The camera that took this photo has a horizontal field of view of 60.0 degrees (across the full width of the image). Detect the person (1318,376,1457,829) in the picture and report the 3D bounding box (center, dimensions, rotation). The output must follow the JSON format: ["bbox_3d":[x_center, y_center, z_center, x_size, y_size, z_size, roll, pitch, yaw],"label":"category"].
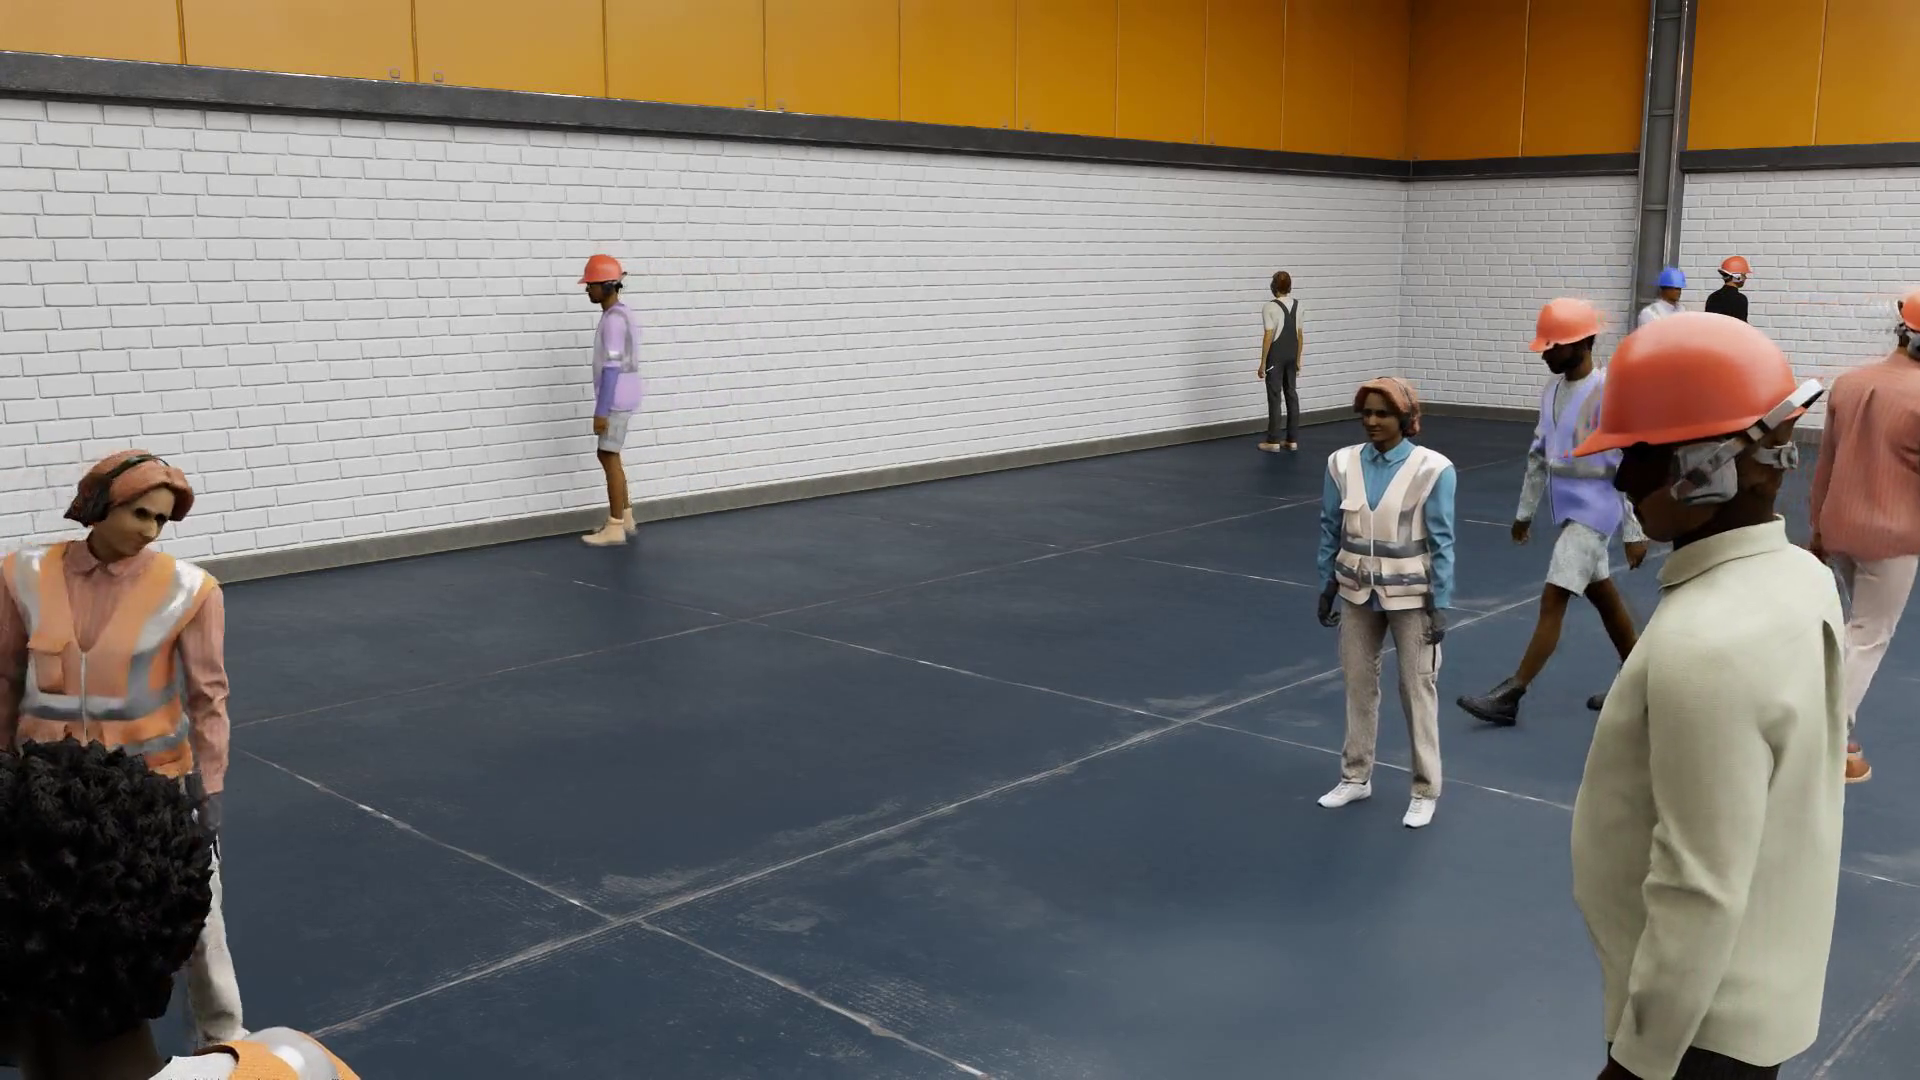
[{"bbox_3d":[1.540,0.222,6.009,0.530,1.627,0.321,9,13,41],"label":"person"}]

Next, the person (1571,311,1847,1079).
[{"bbox_3d":[1.064,0.663,2.462,0.393,1.986,0.610,7,12,35],"label":"person"}]

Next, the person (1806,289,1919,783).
[{"bbox_3d":[3.534,0.006,6.327,0.563,1.944,0.638,-2,10,-11],"label":"person"}]

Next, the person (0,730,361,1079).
[{"bbox_3d":[-0.684,0.995,1.415,0.318,1.691,0.531,3,10,16],"label":"person"}]

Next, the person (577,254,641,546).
[{"bbox_3d":[-2.449,-0.966,11.607,0.433,2.033,0.658,-1,10,-7],"label":"person"}]

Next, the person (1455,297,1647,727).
[{"bbox_3d":[2.671,-0.113,7.237,1.031,1.865,0.619,-1,10,-8],"label":"person"}]

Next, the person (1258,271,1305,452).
[{"bbox_3d":[3.277,-1.822,17.009,0.507,1.845,0.339,-5,11,-26],"label":"person"}]

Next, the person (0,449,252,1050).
[{"bbox_3d":[-2.011,0.587,3.978,0.604,1.611,0.323,-1,10,-6],"label":"person"}]

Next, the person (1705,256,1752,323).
[{"bbox_3d":[7.782,-1.876,16.890,0.389,1.996,0.612,-2,10,-9],"label":"person"}]

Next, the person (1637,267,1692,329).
[{"bbox_3d":[6.598,-1.599,15.609,0.613,1.907,0.990,-5,11,-28],"label":"person"}]
